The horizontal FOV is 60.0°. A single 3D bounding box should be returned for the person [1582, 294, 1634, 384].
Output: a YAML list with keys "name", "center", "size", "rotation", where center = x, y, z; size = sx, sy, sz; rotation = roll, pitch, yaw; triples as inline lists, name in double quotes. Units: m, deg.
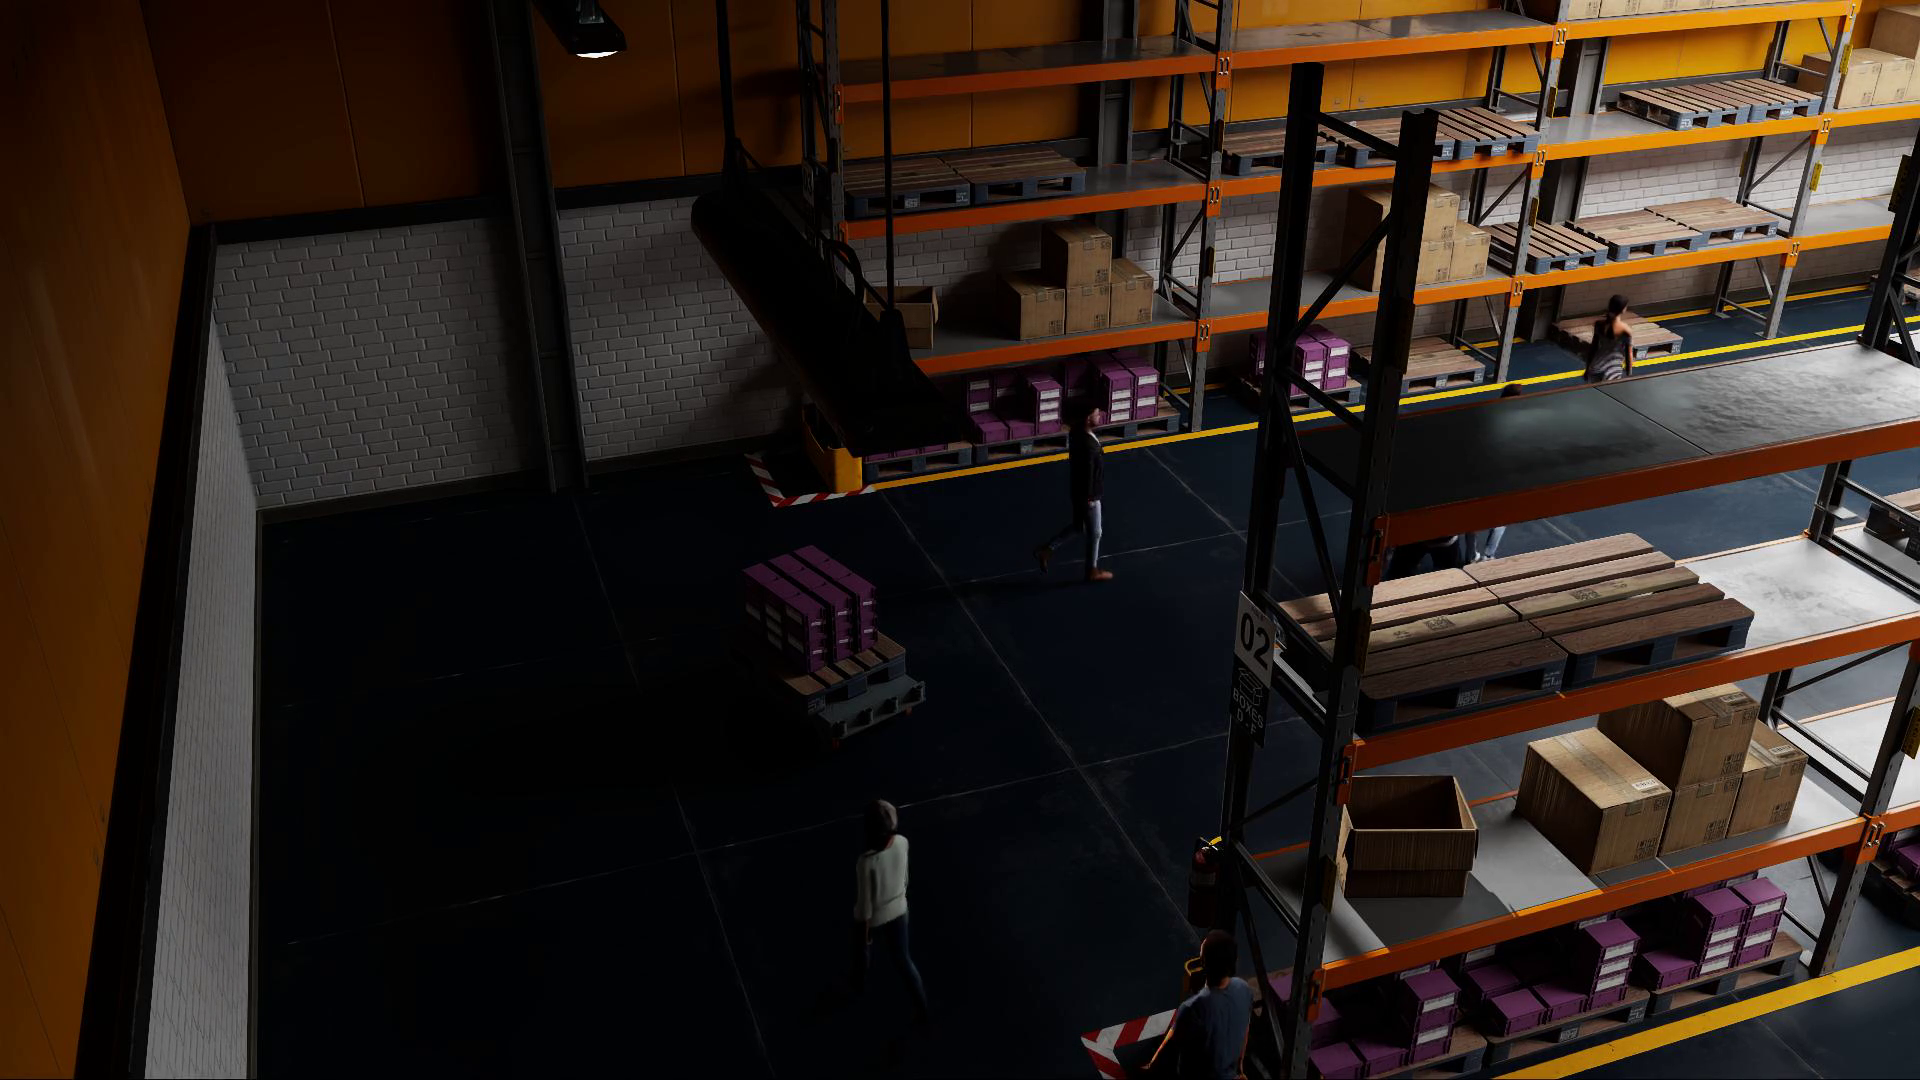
- name: "person"
  center: [6.653, -1.654, 17.323]
  size: [1.151, 1.775, 0.816]
  rotation: [-19, 34, -31]

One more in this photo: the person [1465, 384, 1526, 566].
- name: "person"
  center: [4.834, -0.532, 15.202]
  size: [0.813, 1.837, 0.849]
  rotation: [18, 33, 29]

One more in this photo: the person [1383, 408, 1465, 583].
- name: "person"
  center: [4.223, -0.169, 14.446]
  size: [1.422, 1.924, 1.260]
  rotation: [8, 30, 14]

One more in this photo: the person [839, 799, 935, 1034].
- name: "person"
  center: [-0.413, 2.327, 10.201]
  size: [1.121, 1.607, 0.921]
  rotation: [-24, 36, -36]

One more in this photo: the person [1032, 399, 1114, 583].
- name: "person"
  center: [1.054, -0.412, 15.003]
  size: [1.022, 1.818, 0.744]
  rotation: [-6, 29, -10]

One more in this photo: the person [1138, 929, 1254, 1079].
- name: "person"
  center: [1.397, 2.957, 8.905]
  size: [1.094, 1.742, 1.235]
  rotation: [23, 36, 36]
